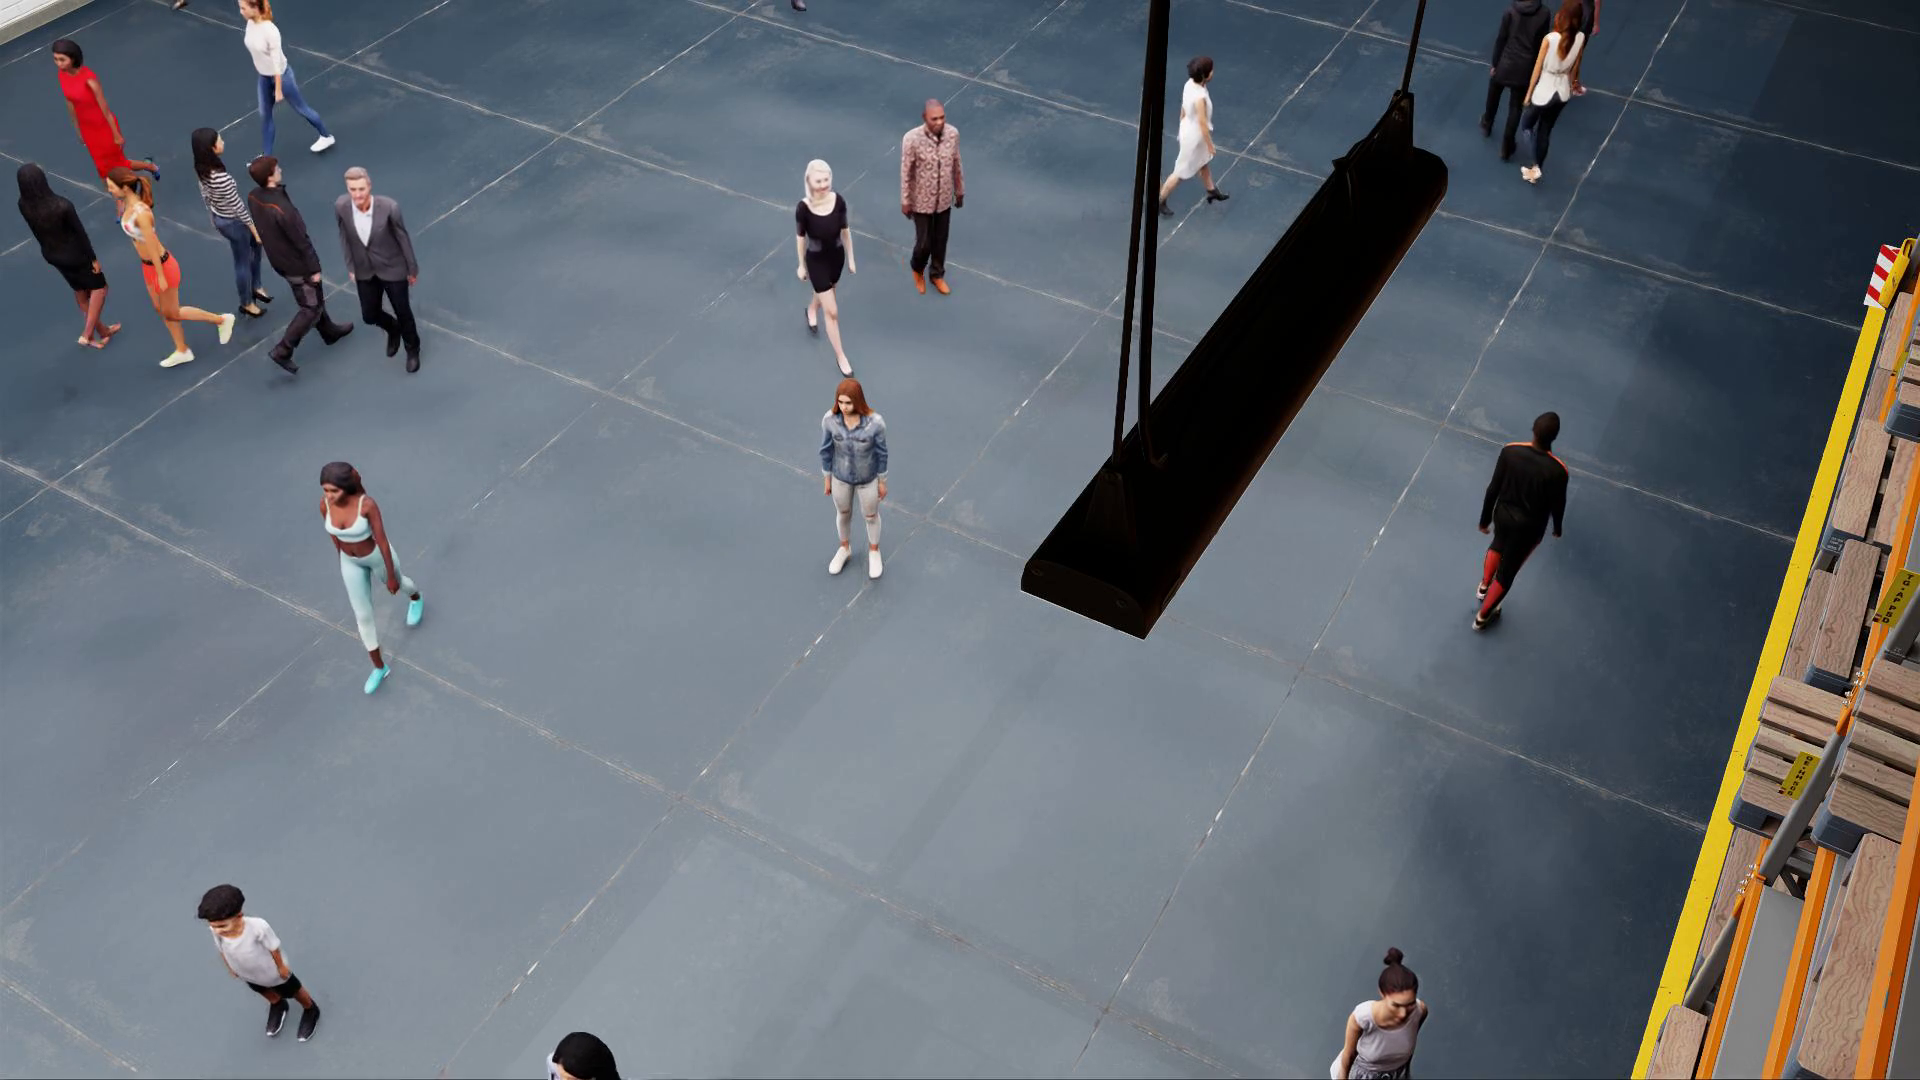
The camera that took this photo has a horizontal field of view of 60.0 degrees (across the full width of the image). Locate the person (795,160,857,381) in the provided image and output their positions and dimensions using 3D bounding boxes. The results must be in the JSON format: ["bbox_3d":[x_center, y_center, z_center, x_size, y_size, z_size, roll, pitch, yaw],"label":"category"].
[{"bbox_3d":[-1.111,-2.235,13.274,1.165,1.788,1.031,-22,48,-22],"label":"person"}]

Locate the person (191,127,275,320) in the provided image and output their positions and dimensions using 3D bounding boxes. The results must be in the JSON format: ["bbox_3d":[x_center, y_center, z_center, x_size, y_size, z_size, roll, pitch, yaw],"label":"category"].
[{"bbox_3d":[-6.014,-2.509,13.572,0.676,1.774,0.704,34,53,30],"label":"person"}]

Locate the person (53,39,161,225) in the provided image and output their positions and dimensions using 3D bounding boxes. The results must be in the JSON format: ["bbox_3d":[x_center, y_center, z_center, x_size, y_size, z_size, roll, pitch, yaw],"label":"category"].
[{"bbox_3d":[-7.609,-3.680,14.838,0.726,1.724,0.946,12,45,12],"label":"person"}]

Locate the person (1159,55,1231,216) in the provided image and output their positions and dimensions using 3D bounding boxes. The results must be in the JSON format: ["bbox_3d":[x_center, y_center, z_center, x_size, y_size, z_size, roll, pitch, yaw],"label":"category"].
[{"bbox_3d":[2.020,-3.560,14.864,0.973,1.514,0.989,-5,44,-5],"label":"person"}]

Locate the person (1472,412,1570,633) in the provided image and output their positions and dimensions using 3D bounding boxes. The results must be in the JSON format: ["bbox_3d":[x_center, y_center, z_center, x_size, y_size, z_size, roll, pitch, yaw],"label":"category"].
[{"bbox_3d":[3.653,-0.073,11.002,0.742,1.792,0.859,34,53,30],"label":"person"}]

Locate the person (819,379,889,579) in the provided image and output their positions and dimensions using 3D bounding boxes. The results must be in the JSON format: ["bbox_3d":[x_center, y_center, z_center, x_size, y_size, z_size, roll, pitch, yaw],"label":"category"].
[{"bbox_3d":[-0.713,-0.441,11.455,0.684,1.700,0.646,5,44,5],"label":"person"}]

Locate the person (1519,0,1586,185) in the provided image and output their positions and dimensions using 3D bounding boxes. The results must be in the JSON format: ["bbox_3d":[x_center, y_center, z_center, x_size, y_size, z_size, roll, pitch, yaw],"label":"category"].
[{"bbox_3d":[5.404,-4.008,15.147,0.786,1.772,0.841,-6,44,-6],"label":"person"}]

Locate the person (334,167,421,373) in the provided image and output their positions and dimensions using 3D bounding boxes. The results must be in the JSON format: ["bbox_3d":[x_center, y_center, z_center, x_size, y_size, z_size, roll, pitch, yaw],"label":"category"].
[{"bbox_3d":[-4.587,-2.192,13.205,0.876,1.821,0.897,-2,44,-2],"label":"person"}]

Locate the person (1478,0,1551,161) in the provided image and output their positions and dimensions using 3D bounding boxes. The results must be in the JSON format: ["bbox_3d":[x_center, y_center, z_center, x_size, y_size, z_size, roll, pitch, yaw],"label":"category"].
[{"bbox_3d":[5.218,-4.418,15.607,0.852,1.731,1.047,6,44,6],"label":"person"}]

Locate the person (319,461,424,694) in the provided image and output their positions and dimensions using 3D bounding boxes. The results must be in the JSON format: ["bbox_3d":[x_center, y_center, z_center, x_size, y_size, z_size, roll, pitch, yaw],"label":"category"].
[{"bbox_3d":[-3.827,0.105,10.894,0.894,1.684,1.189,4,44,4],"label":"person"}]

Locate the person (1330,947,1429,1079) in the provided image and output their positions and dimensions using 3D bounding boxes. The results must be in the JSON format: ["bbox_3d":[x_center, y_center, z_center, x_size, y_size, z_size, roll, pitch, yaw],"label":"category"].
[{"bbox_3d":[2.059,2.619,8.313,0.665,1.604,0.723,-10,44,-10],"label":"person"}]

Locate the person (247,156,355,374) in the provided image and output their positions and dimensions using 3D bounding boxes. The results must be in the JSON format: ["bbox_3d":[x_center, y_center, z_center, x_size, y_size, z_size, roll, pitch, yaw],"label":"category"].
[{"bbox_3d":[-5.349,-2.166,13.180,0.821,1.818,1.117,28,50,26],"label":"person"}]

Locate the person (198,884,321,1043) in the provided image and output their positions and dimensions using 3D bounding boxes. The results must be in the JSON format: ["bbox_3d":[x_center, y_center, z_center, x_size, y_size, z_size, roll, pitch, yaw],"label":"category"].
[{"bbox_3d":[-3.780,2.246,8.961,0.569,1.250,0.604,-1,44,-1],"label":"person"}]

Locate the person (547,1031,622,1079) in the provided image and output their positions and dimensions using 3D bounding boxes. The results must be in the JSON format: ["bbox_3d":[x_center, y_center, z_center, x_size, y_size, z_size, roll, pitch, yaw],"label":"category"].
[{"bbox_3d":[-1.684,2.793,8.038,0.667,1.731,0.617,25,49,24],"label":"person"}]

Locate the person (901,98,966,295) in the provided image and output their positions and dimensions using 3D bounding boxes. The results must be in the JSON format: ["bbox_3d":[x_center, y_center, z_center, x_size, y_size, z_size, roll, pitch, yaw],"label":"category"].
[{"bbox_3d":[-0.274,-2.921,13.987,0.775,1.798,0.881,-19,47,-19],"label":"person"}]

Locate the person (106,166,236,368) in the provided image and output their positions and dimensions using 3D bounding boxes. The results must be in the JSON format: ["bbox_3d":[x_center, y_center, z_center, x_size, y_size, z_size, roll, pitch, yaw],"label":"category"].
[{"bbox_3d":[-6.282,-2.175,13.220,0.983,1.776,0.803,-27,50,-25],"label":"person"}]

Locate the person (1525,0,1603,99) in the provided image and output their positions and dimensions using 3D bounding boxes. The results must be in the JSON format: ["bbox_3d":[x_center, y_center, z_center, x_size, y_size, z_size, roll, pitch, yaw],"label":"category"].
[{"bbox_3d":[5.968,-5.034,16.235,1.072,1.757,1.030,-9,44,-9],"label":"person"}]

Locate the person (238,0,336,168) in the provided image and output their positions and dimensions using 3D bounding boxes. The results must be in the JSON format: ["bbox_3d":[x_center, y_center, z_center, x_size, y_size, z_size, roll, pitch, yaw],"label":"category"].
[{"bbox_3d":[-6.298,-4.318,15.546,0.773,1.671,1.156,31,52,29],"label":"person"}]

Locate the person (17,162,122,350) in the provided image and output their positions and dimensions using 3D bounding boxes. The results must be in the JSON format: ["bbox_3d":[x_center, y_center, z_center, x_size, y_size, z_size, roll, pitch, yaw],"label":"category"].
[{"bbox_3d":[-7.167,-2.203,13.299,0.802,1.708,0.926,4,44,4],"label":"person"}]
